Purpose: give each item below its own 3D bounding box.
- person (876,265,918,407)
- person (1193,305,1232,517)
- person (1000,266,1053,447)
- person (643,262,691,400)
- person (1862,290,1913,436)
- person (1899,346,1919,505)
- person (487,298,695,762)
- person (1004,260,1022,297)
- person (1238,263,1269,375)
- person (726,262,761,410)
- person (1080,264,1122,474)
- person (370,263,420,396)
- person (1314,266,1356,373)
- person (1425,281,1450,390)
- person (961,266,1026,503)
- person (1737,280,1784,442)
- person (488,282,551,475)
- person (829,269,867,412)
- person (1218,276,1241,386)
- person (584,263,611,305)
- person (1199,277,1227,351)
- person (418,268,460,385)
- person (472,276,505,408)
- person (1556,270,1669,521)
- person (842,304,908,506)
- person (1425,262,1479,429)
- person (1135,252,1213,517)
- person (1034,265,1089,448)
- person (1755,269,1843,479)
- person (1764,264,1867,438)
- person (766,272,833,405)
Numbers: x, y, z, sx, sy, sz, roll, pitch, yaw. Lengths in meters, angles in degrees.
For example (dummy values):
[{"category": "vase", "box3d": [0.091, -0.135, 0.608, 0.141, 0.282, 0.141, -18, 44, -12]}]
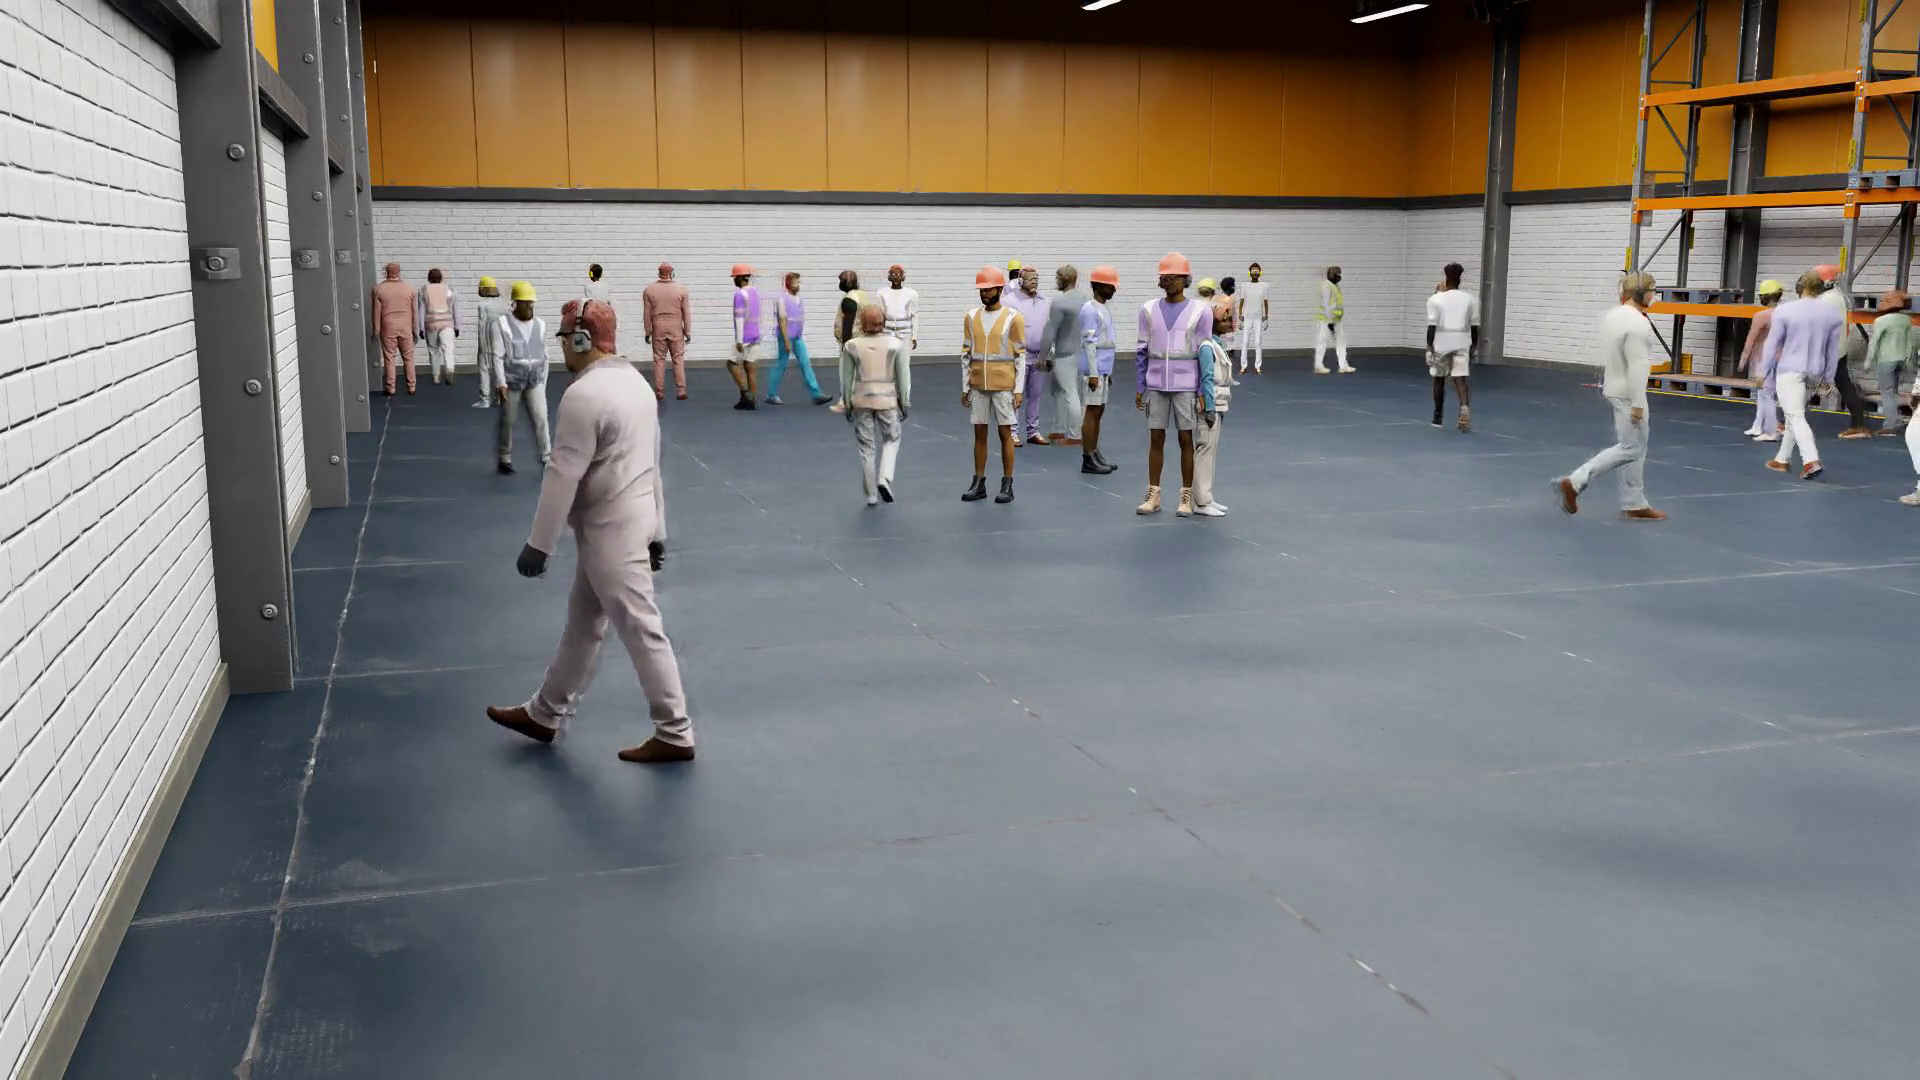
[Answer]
[{"category": "person", "box3d": [-0.845, -2.702, 22.079, 0.576, 1.884, 0.354, 1, 10, 3]}, {"category": "person", "box3d": [1.966, -1.012, 12.998, 0.309, 1.641, 0.514, 3, 10, 15]}, {"category": "person", "box3d": [0.722, -1.938, 17.593, 0.652, 1.906, 0.404, -7, 12, -35]}, {"category": "person", "box3d": [-4.064, -2.897, 23.140, 0.653, 1.906, 0.405, -1, 10, -3]}, {"category": "person", "box3d": [10.419, -1.978, 18.648, 0.513, 1.616, 0.398, -5, 11, -25]}, {"category": "person", "box3d": [7.786, -1.200, 13.391, 0.499, 1.876, 0.616, 3, 10, 19]}, {"category": "person", "box3d": [-1.522, -0.023, 6.664, 0.989, 1.855, 0.641, 1, 10, 5]}, {"category": "person", "box3d": [0.924, -3.706, 27.766, 0.385, 1.928, 0.589, 9, 13, 43]}, {"category": "person", "box3d": [4.934, -3.716, 27.976, 0.514, 1.877, 0.328, 2, 10, 11]}, {"category": "person", "box3d": [-2.818, -2.643, 21.638, 0.412, 1.916, 0.557, 5, 11, 24]}, {"category": "person", "box3d": [1.306, -1.584, 15.457, 0.364, 1.936, 0.542, 3, 10, 18]}, {"category": "person", "box3d": [-8.092, -2.999, 23.794, 0.703, 1.903, 0.403, -6, 11, -30]}, {"category": "person", "box3d": [6.400, -3.725, 28.217, 0.824, 1.809, 0.649, 5, 11, 29]}, {"category": "person", "box3d": [7.176, -3.034, 24.758, 0.394, 1.616, 0.517, -6, 11, -30]}, {"category": "person", "box3d": [0.256, -1.268, 13.622, 0.553, 1.935, 0.362, 4, 11, 24]}, {"category": "person", "box3d": [8.709, -1.950, 18.111, 0.548, 1.742, 0.693, -4, 11, -24]}, {"category": "person", "box3d": [-3.984, -1.442, 15.095, 0.596, 1.789, 0.922, -8, 12, -37]}, {"category": "person", "box3d": [-1.373, -2.548, 21.338, 0.582, 1.828, 0.644, 2, 10, 10]}, {"category": "person", "box3d": [4.033, -3.189, 25.457, 0.545, 1.685, 0.545, -1, 10, -3]}, {"category": "person", "box3d": [-5.843, -3.508, 26.785, 0.321, 1.871, 0.532, 8, 12, 38]}, {"category": "person", "box3d": [3.065, -2.418, 20.847, 0.522, 1.745, 0.656, 5, 11, 28]}, {"category": "person", "box3d": [-8.098, -3.321, 25.874, 0.639, 1.821, 0.851, -4, 11, -23]}, {"category": "person", "box3d": [-6.222, -2.613, 22.006, 0.354, 1.741, 0.503, 5, 11, 28]}, {"category": "person", "box3d": [4.993, -1.079, 12.595, 0.797, 1.917, 0.639, 1, 10, 8]}, {"category": "person", "box3d": [-0.683, -1.075, 13.377, 0.534, 1.626, 0.364, 1, 10, 3]}, {"category": "person", "box3d": [5.704, -2.237, 19.245, 0.608, 1.943, 0.835, 0, 10, 2]}, {"category": "person", "box3d": [1.645, -1.200, 12.910, 0.608, 2.048, 0.370, 4, 11, 23]}, {"category": "person", "box3d": [1.026, -1.928, 17.525, 0.721, 1.915, 0.633, 5, 11, 28]}, {"category": "person", "box3d": [7.691, -1.510, 15.161, 0.635, 1.905, 0.989, -1, 10, -6]}, {"category": "person", "box3d": [9.586, -2.084, 18.419, 0.643, 1.920, 1.075, -8, 13, -39]}, {"category": "person", "box3d": [-2.206, -2.684, 22.264, 0.997, 1.778, 0.584, 5, 11, 25]}]
